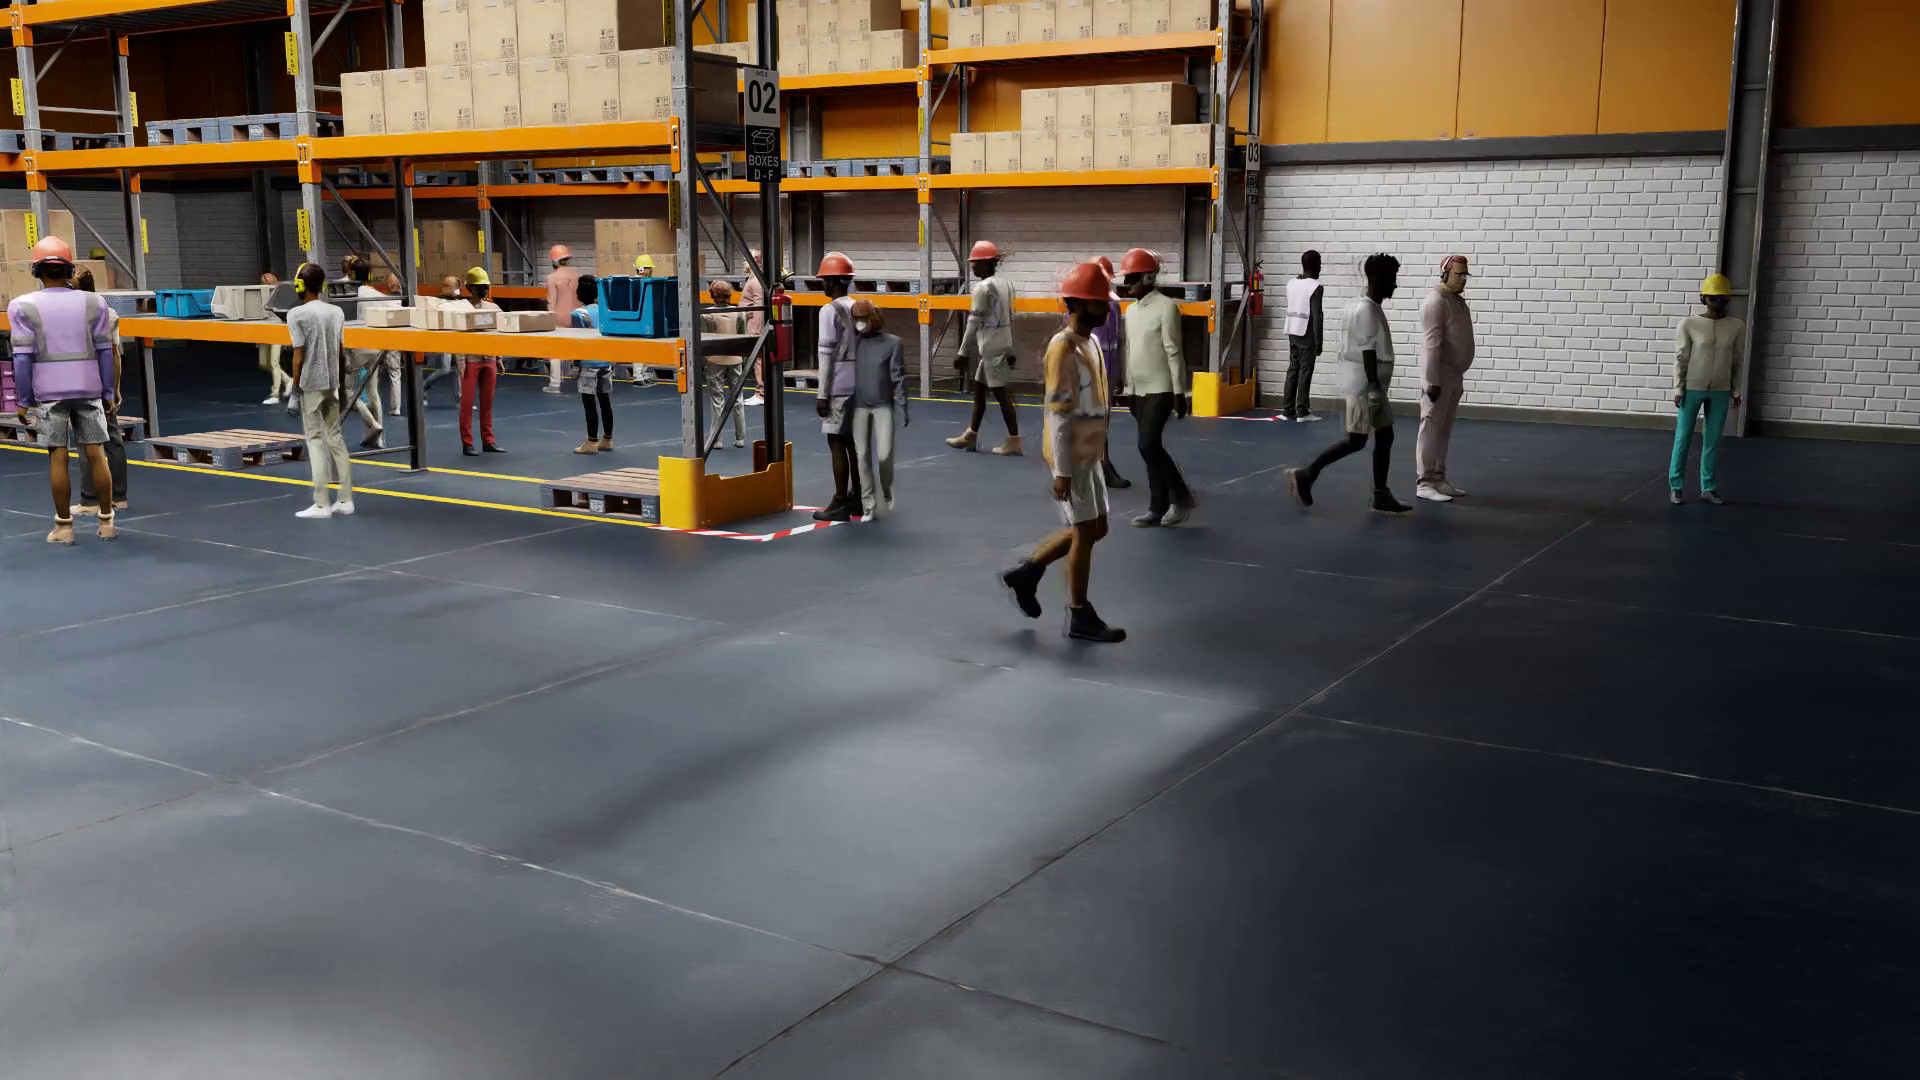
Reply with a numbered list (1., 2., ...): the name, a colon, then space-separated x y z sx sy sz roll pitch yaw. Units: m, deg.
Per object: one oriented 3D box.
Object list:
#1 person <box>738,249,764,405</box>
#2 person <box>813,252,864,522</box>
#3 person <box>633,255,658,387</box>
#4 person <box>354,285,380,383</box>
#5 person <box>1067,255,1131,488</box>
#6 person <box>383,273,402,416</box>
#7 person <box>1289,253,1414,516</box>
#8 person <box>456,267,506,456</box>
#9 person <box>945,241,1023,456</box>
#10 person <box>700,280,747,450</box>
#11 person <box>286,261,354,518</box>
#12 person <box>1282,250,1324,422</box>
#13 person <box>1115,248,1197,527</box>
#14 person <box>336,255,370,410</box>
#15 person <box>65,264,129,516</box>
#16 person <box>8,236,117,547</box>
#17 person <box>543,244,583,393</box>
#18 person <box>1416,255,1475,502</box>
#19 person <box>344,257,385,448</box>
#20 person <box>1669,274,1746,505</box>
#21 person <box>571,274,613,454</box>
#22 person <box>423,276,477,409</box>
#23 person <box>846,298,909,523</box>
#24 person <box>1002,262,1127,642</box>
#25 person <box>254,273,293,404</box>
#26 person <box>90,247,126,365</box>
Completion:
1. person: -2.522 -2.608 20.449 0.406 1.911 0.639 -1 10 -4
2. person: -0.877 -1.101 12.040 0.382 1.934 0.542 5 11 26
3. person: -4.369 -3.020 22.979 0.404 1.825 0.595 1 10 5
4. person: -8.480 -3.051 23.490 0.540 1.696 0.316 -1 10 -6
5. person: 1.089 -1.408 13.815 0.552 1.906 0.905 -9 13 -40
6. person: -6.462 -2.249 19.199 0.514 1.641 0.315 -5 11 -27
7. person: 2.923 -1.142 12.258 0.835 1.934 0.618 4 11 23
8. person: -4.532 -1.683 15.717 0.326 1.769 0.524 8 13 37
9. person: 0.199 -1.792 15.653 0.942 2.003 0.618 3 11 18
10. person: -2.297 -1.695 16.129 0.513 1.641 0.309 -6 12 -31
11. person: -4.688 -1.088 12.144 0.311 1.866 0.529 5 11 25
12. person: 3.833 -2.264 18.554 0.393 1.913 0.592 -5 11 -24
13. person: 1.326 -1.047 11.645 0.507 1.965 0.637 -4 11 -22
14. person: -7.214 -2.446 19.724 0.569 1.843 0.374 4 11 19
15. person: -6.409 -1.096 12.244 0.345 1.846 0.506 5 11 25
16. person: -5.939 -0.979 11.045 0.605 2.045 0.383 -8 13 -39
17. person: -5.163 -2.897 21.898 0.852 1.971 0.621 7 12 32
18. person: 3.814 -1.264 13.018 0.400 1.905 0.643 7 12 34
19. person: -5.821 -1.808 16.164 0.400 1.851 0.564 5 12 28
20. person: 5.721 -1.144 12.730 0.523 1.769 0.324 0 10 2
21. person: -3.492 -1.661 15.778 0.318 1.700 0.535 5 11 24
22. person: -6.168 -2.350 19.875 0.674 1.609 0.510 4 11 19
23. person: -0.623 -0.936 12.002 0.539 1.608 0.404 2 10 9
24. person: 0.537 -0.439 8.401 0.605 1.917 0.554 4 11 21
25. person: -8.522 -2.510 20.676 0.519 1.617 0.544 5 11 25
26. person: -13.673 -3.712 26.558 0.433 1.909 0.600 8 13 37
